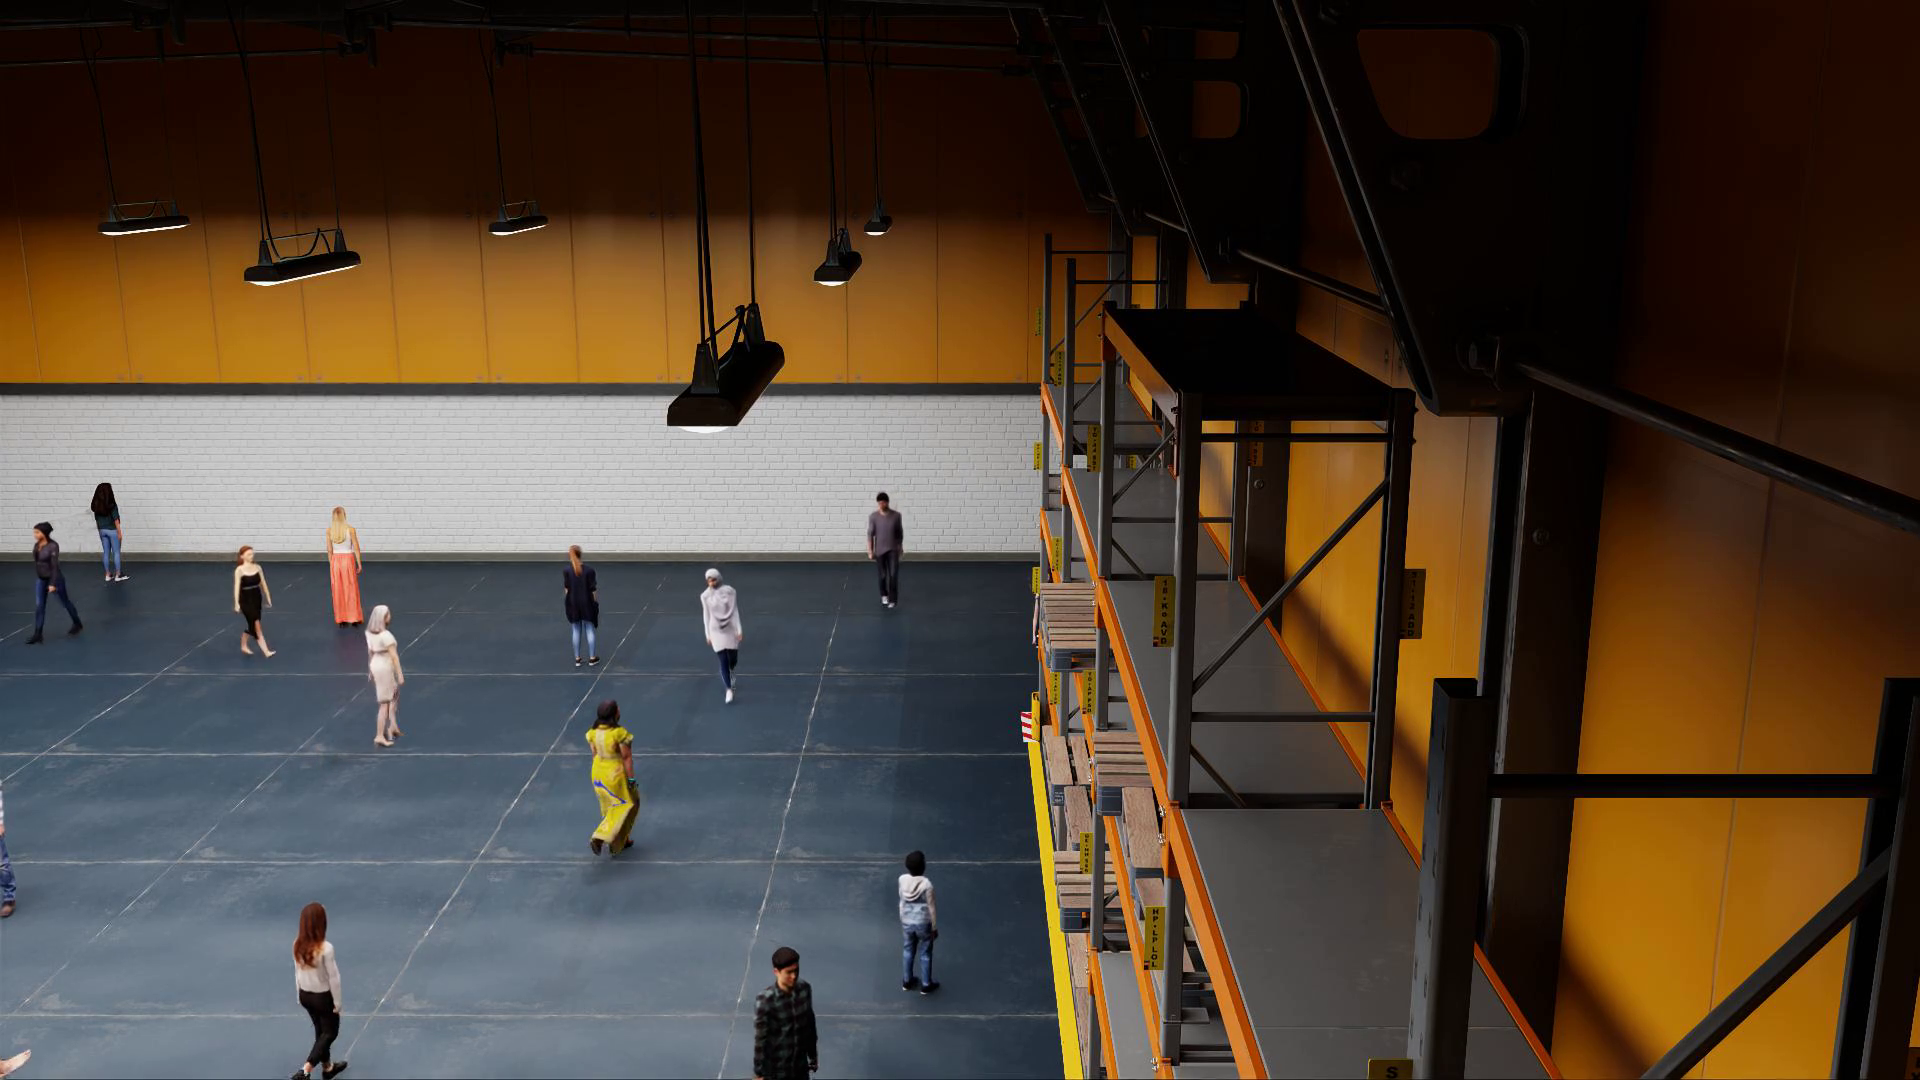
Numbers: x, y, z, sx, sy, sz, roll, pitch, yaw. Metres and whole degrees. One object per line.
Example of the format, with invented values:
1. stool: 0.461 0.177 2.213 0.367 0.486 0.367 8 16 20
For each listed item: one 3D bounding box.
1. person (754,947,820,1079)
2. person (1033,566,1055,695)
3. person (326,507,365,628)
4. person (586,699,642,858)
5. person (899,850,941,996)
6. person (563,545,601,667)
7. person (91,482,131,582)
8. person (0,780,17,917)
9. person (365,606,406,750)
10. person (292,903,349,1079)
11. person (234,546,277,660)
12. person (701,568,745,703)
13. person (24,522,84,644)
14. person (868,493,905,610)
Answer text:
1. person: -1.296 3.690 11.911 0.999 1.700 1.053 -12 18 -40
2. person: 1.166 1.177 21.420 0.673 1.742 0.691 8 16 31
3. person: -9.098 0.391 24.538 0.629 1.802 0.565 0 14 1
4. person: -3.494 2.409 16.550 0.964 1.640 1.111 7 15 26
5. person: -0.366 3.214 14.034 0.559 1.261 0.592 7 15 26
6. person: -5.177 0.891 22.727 0.625 1.683 0.552 0 14 2
7. person: -13.883 -0.142 27.137 0.647 1.616 0.650 3 14 11
8. person: -9.062 2.588 15.374 0.650 1.847 0.541 -1 14 -3
9. person: -6.852 1.636 19.570 0.765 1.721 0.825 10 17 37
10. person: -4.873 3.472 12.520 0.717 1.471 0.900 5 14 18
11. person: -9.872 0.871 23.024 1.011 1.583 1.096 8 16 31
12. person: -3.035 1.185 21.386 0.772 1.743 0.998 -3 14 -13
13. person: -12.951 0.610 23.852 0.896 1.700 1.234 5 14 20
14. person: -1.113 0.141 25.561 0.710 1.808 1.041 -2 14 -7
